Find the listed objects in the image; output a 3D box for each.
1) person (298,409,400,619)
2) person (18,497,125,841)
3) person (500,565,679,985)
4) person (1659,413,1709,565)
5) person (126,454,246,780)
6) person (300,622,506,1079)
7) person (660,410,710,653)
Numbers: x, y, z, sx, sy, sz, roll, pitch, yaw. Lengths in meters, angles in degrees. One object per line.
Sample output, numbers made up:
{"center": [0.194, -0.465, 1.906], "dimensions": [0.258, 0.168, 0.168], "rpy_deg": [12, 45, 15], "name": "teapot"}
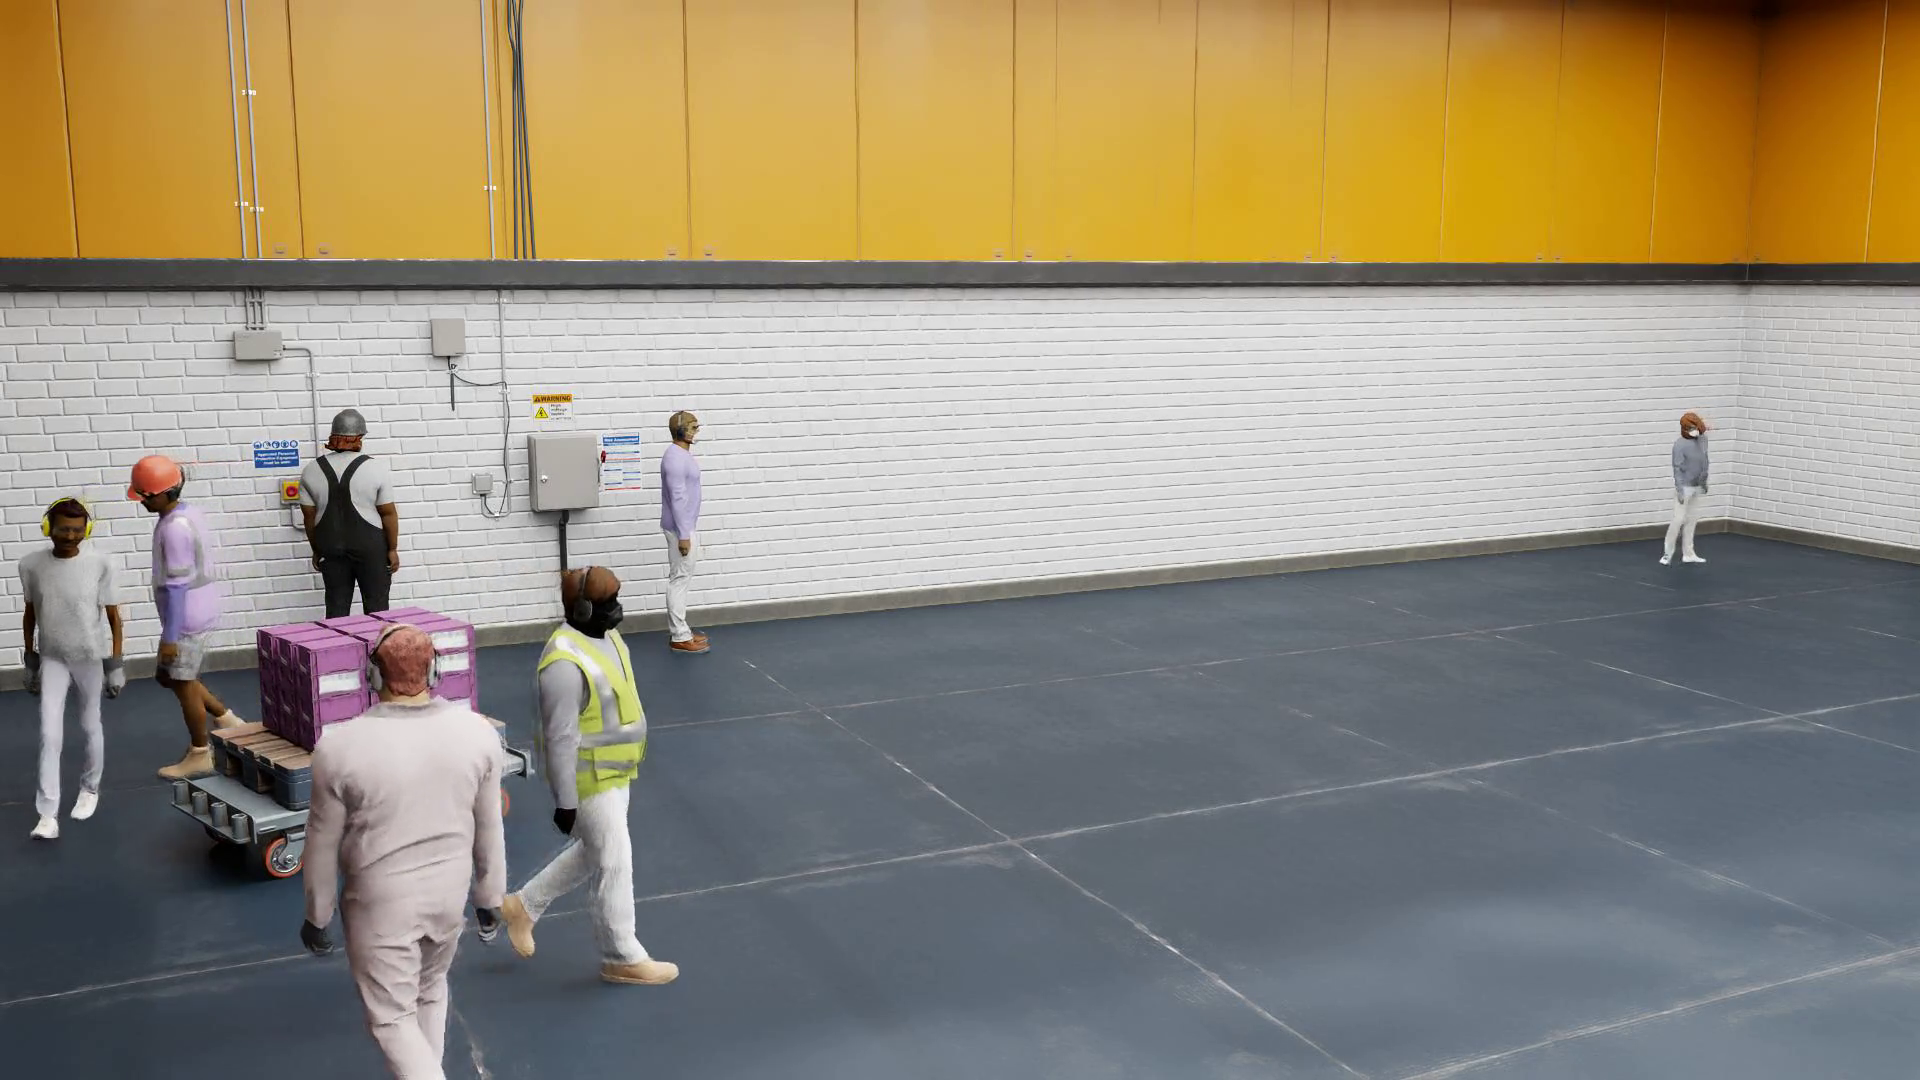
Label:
{"center": [-4.476, 0.038, 12.335], "dimensions": [0.689, 2.000, 0.539], "rpy_deg": [0, 9, 0], "name": "person"}
{"center": [-4.803, 0.693, 8.953], "dimensions": [0.545, 1.816, 0.933], "rpy_deg": [-3, 9, -15], "name": "person"}
{"center": [-1.616, 0.995, 7.072], "dimensions": [0.756, 1.823, 0.633], "rpy_deg": [1, 9, 4], "name": "person"}
{"center": [7.579, -0.526, 17.220], "dimensions": [0.597, 1.597, 0.323], "rpy_deg": [-6, 11, -32], "name": "person"}
{"center": [-4.587, 0.467, 9.841], "dimensions": [0.528, 1.993, 0.652], "rpy_deg": [-5, 10, -26], "name": "person"}
{"center": [-1.838, 1.209, 5.596], "dimensions": [0.882, 1.874, 0.645], "rpy_deg": [9, 13, 44], "name": "person"}
{"center": [-2.213, -0.070, 13.320], "dimensions": [0.371, 1.941, 0.627], "rpy_deg": [-1, 9, -8], "name": "person"}
